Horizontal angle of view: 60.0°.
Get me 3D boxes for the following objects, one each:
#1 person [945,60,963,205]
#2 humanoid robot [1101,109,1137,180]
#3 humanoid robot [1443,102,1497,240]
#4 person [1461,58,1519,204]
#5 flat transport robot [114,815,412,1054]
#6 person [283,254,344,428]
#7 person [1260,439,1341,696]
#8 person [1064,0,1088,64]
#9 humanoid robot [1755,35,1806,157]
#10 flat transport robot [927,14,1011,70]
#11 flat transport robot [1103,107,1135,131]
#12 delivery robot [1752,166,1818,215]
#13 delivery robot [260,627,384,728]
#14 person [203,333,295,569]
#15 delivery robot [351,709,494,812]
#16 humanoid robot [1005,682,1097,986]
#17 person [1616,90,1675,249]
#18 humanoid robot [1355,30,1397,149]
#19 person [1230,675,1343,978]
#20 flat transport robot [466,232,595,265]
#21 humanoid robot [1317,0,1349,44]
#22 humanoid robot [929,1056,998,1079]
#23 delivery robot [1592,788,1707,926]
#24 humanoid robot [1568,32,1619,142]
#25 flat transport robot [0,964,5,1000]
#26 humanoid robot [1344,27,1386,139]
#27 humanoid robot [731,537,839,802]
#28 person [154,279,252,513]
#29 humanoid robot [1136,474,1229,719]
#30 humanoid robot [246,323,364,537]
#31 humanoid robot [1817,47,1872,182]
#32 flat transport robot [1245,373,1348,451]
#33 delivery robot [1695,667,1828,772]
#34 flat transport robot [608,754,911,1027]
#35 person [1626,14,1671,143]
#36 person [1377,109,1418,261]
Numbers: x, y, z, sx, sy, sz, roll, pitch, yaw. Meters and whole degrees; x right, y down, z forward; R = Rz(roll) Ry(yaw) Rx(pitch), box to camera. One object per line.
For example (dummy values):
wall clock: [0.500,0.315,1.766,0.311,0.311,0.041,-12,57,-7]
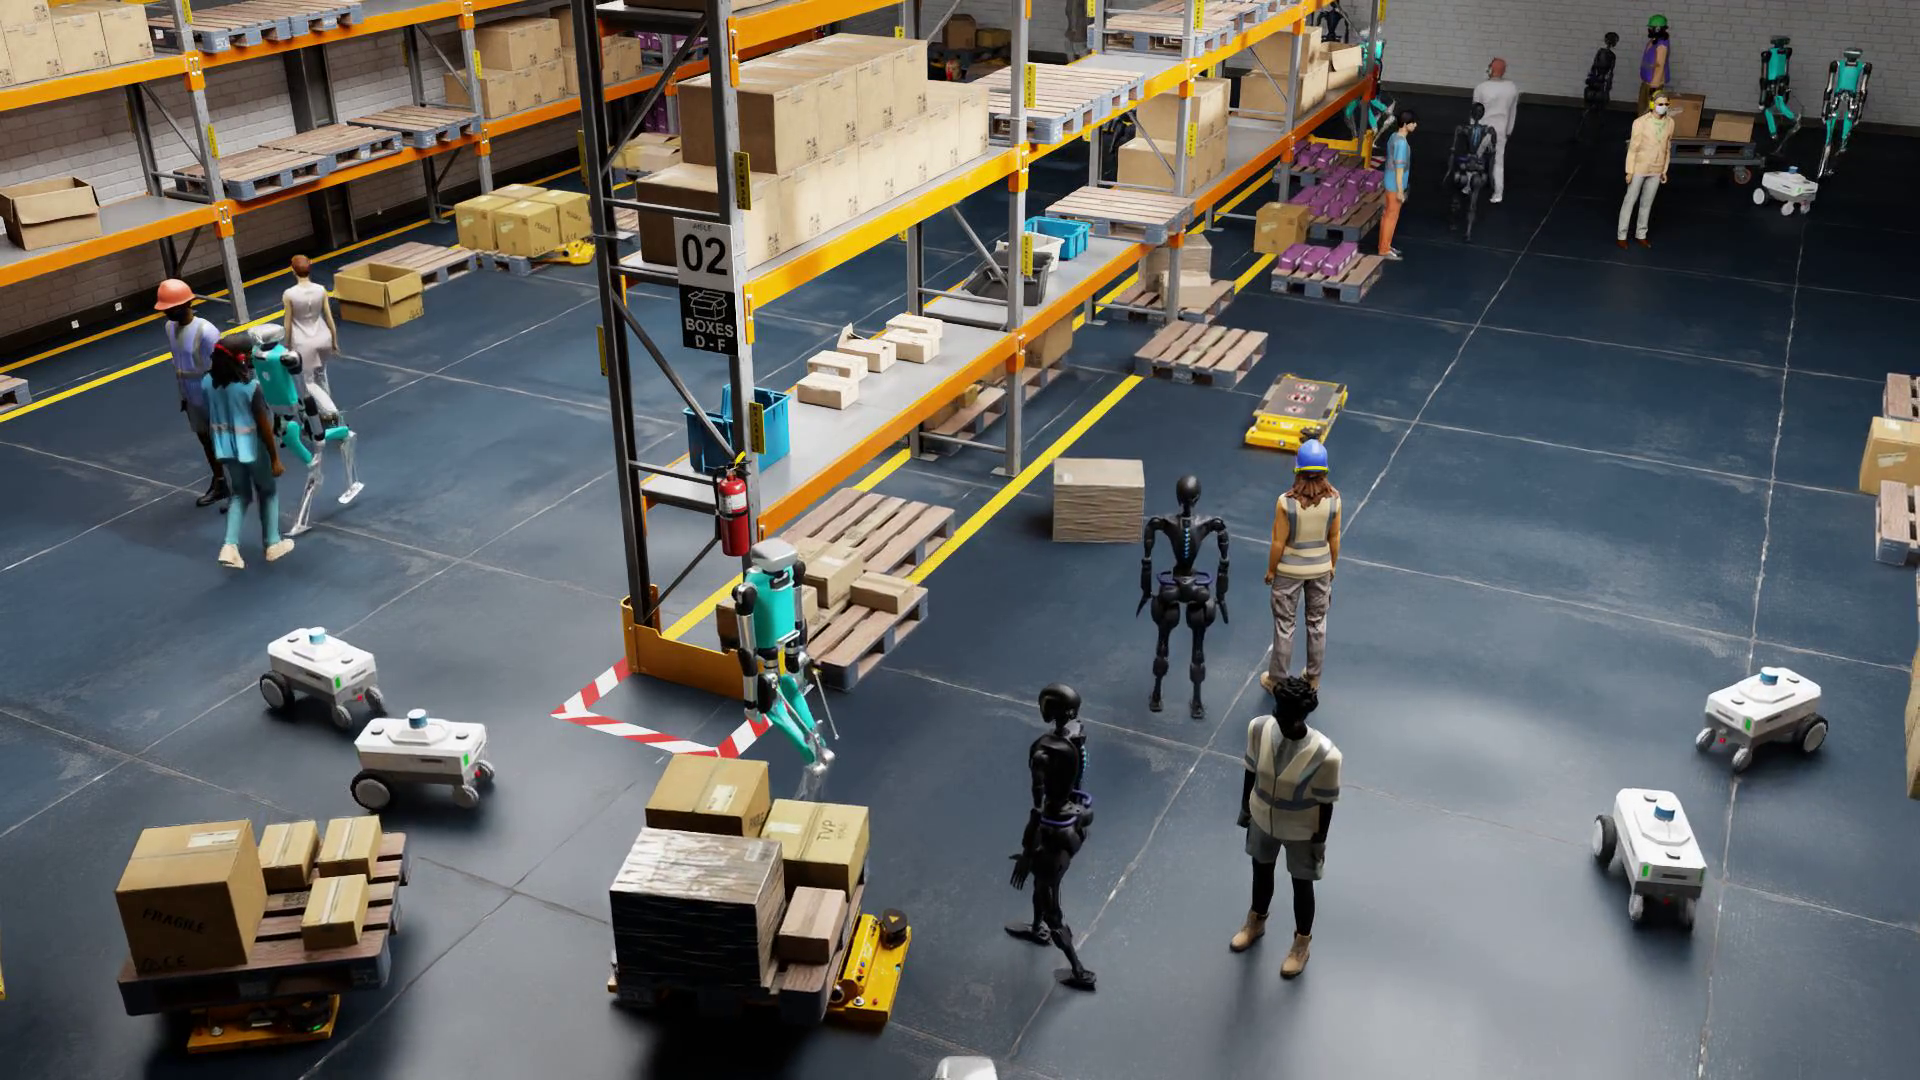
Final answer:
person: [-0.138,-5.360,21.832,0.373,1.840,0.569,8,27,15]
humanoid robot: [2.245,-5.694,22.706,0.550,1.643,0.599,-22,34,-37]
humanoid robot: [6.258,-4.531,20.400,0.612,1.622,0.799,4,27,8]
person: [6.975,-5.391,21.887,0.666,1.855,1.000,-4,27,-7]
flat transport robot: [-3.491,2.067,8.604,0.659,0.231,1.431,-4,27,-9]
person: [-5.705,-1.713,14.703,0.722,1.626,0.438,22,34,37]
person: [2.198,0.190,10.692,0.459,1.778,0.306,-4,27,-8]
person: [2.013,-9.074,29.400,0.605,1.802,0.507,2,26,4]
humanoid robot: [11.754,-6.247,23.781,0.554,1.796,0.833,-12,29,-24]
flat transport robot: [0.206,-8.705,30.361,1.431,0.231,0.659,21,33,36]
flat transport robot: [2.131,-6.544,25.997,1.431,0.231,0.659,8,27,15]
delivery robot: [10.792,-4.576,21.673,0.499,0.570,0.742,-8,27,-16]
delivery robot: [-4.116,0.843,10.747,0.793,0.590,0.499,15,30,28]
person: [-5.301,-0.635,12.301,0.552,1.848,0.614,5,27,9]
delivery robot: [-3.204,1.289,9.873,0.811,0.613,0.499,2,26,5]
humanoid robot: [0.457,1.459,8.281,0.610,1.643,0.611,14,29,26]
person: [8.224,-4.450,19.959,0.551,1.877,0.414,-5,27,-9]
humanoid robot: [6.073,-6.475,24.218,0.776,1.780,0.571,12,29,23]
person: [1.627,1.412,8.326,0.534,1.693,0.320,21,33,36]
flat transport robot: [-5.080,-3.456,19.759,1.431,0.231,0.659,-1,26,-3]
humanoid robot: [6.229,-8.281,27.928,0.607,1.645,0.465,9,28,17]
humanoid robot: [0.335,2.575,5.990,0.914,1.810,0.568,-5,27,-11]
delivery robot: [3.789,1.678,9.051,0.499,0.581,0.774,4,27,7]
humanoid robot: [9.552,-6.779,24.939,0.608,1.645,0.591,-5,27,-9]
flat transport robot: [-5.545,2.273,8.186,1.431,0.231,0.659,-15,30,-28]
humanoid robot: [5.893,-6.703,24.651,0.550,1.779,0.754,-20,33,-34]
humanoid robot: [-0.892,0.899,9.385,0.664,1.872,0.542,17,31,30]
person: [-6.042,-1.145,13.227,0.542,1.929,0.385,13,29,24]
humanoid robot: [1.413,0.349,10.478,0.584,1.647,0.330,2,26,4]
humanoid robot: [-5.082,-0.933,13.079,0.552,1.765,1.034,10,28,20]
humanoid robot: [12.107,-5.783,22.886,0.552,1.844,0.853,13,29,24]
flat transport robot: [3.080,-1.163,15.126,0.659,0.231,1.431,10,28,19]
delivery robot: [4.959,1.056,10.293,0.749,0.569,0.499,-14,30,-26]
flat transport robot: [-1.013,2.114,8.508,1.431,0.231,0.659,4,27,8]
person: [10.252,-6.792,24.638,0.438,1.922,0.544,1,26,2]
person: [5.127,-4.162,19.509,0.339,1.759,0.499,3,26,5]
